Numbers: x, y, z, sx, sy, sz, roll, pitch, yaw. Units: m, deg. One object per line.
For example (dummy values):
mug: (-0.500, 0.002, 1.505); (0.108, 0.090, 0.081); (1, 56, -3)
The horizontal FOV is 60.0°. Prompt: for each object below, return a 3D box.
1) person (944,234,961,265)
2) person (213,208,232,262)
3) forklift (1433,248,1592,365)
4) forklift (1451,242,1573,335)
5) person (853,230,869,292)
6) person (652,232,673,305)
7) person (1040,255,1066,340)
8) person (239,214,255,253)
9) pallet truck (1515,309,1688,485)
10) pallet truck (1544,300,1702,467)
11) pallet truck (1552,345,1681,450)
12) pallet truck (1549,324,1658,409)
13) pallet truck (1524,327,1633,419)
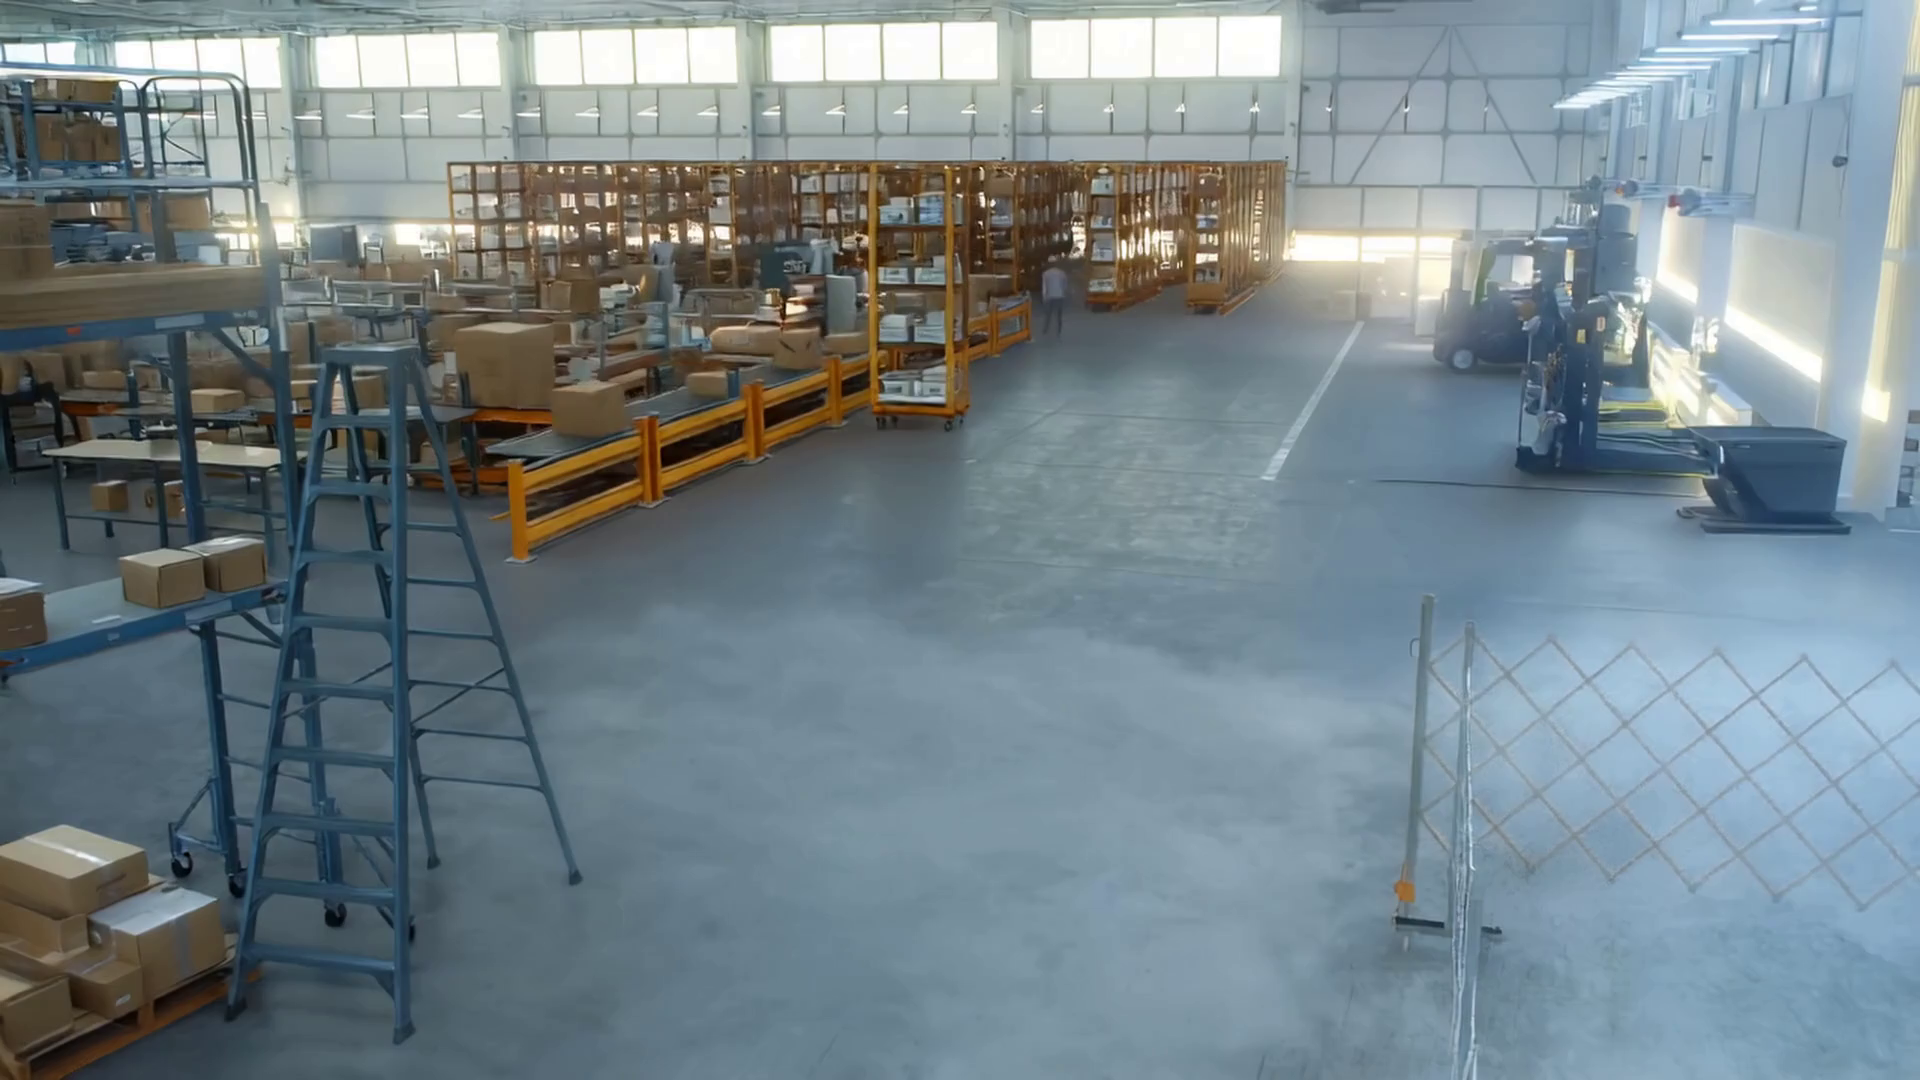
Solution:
person: (-0.167, -5.875, 37.475); (0.377, 2.045, 0.605); (1, 13, 6)
person: (-26.044, -10.758, 58.770); (0.625, 1.958, 0.995); (-4, 14, -15)
forklift: (9.780, -4.111, 29.280); (2.680, 1.987, 1.157); (3, 13, 14)
forklift: (10.464, -4.597, 31.405); (2.680, 1.987, 1.157); (4, 14, 16)
person: (-2.619, -7.283, 44.008); (0.404, 1.836, 0.600); (-9, 16, -35)
person: (-7.565, -6.921, 42.424); (0.571, 1.843, 0.373); (-9, 16, -35)
person: (1.926, -5.053, 34.611); (0.529, 1.737, 0.815); (-3, 13, -13)
person: (-26.413, -11.254, 61.602); (0.541, 1.628, 0.368); (-7, 15, -29)
pallet truck: (7.554, -1.677, 19.446); (1.885, 1.965, 0.823); (3, 13, 14)
pallet truck: (8.263, -1.952, 20.631); (1.885, 1.965, 0.823); (5, 14, 20)
pallet truck: (8.641, -1.896, 21.908); (1.630, 1.274, 0.653); (4, 14, 16)
pallet truck: (9.824, -2.669, 25.407); (1.601, 1.201, 0.680); (4, 14, 16)
pallet truck: (9.065, -2.460, 24.370); (1.522, 1.261, 0.704); (3, 13, 14)
